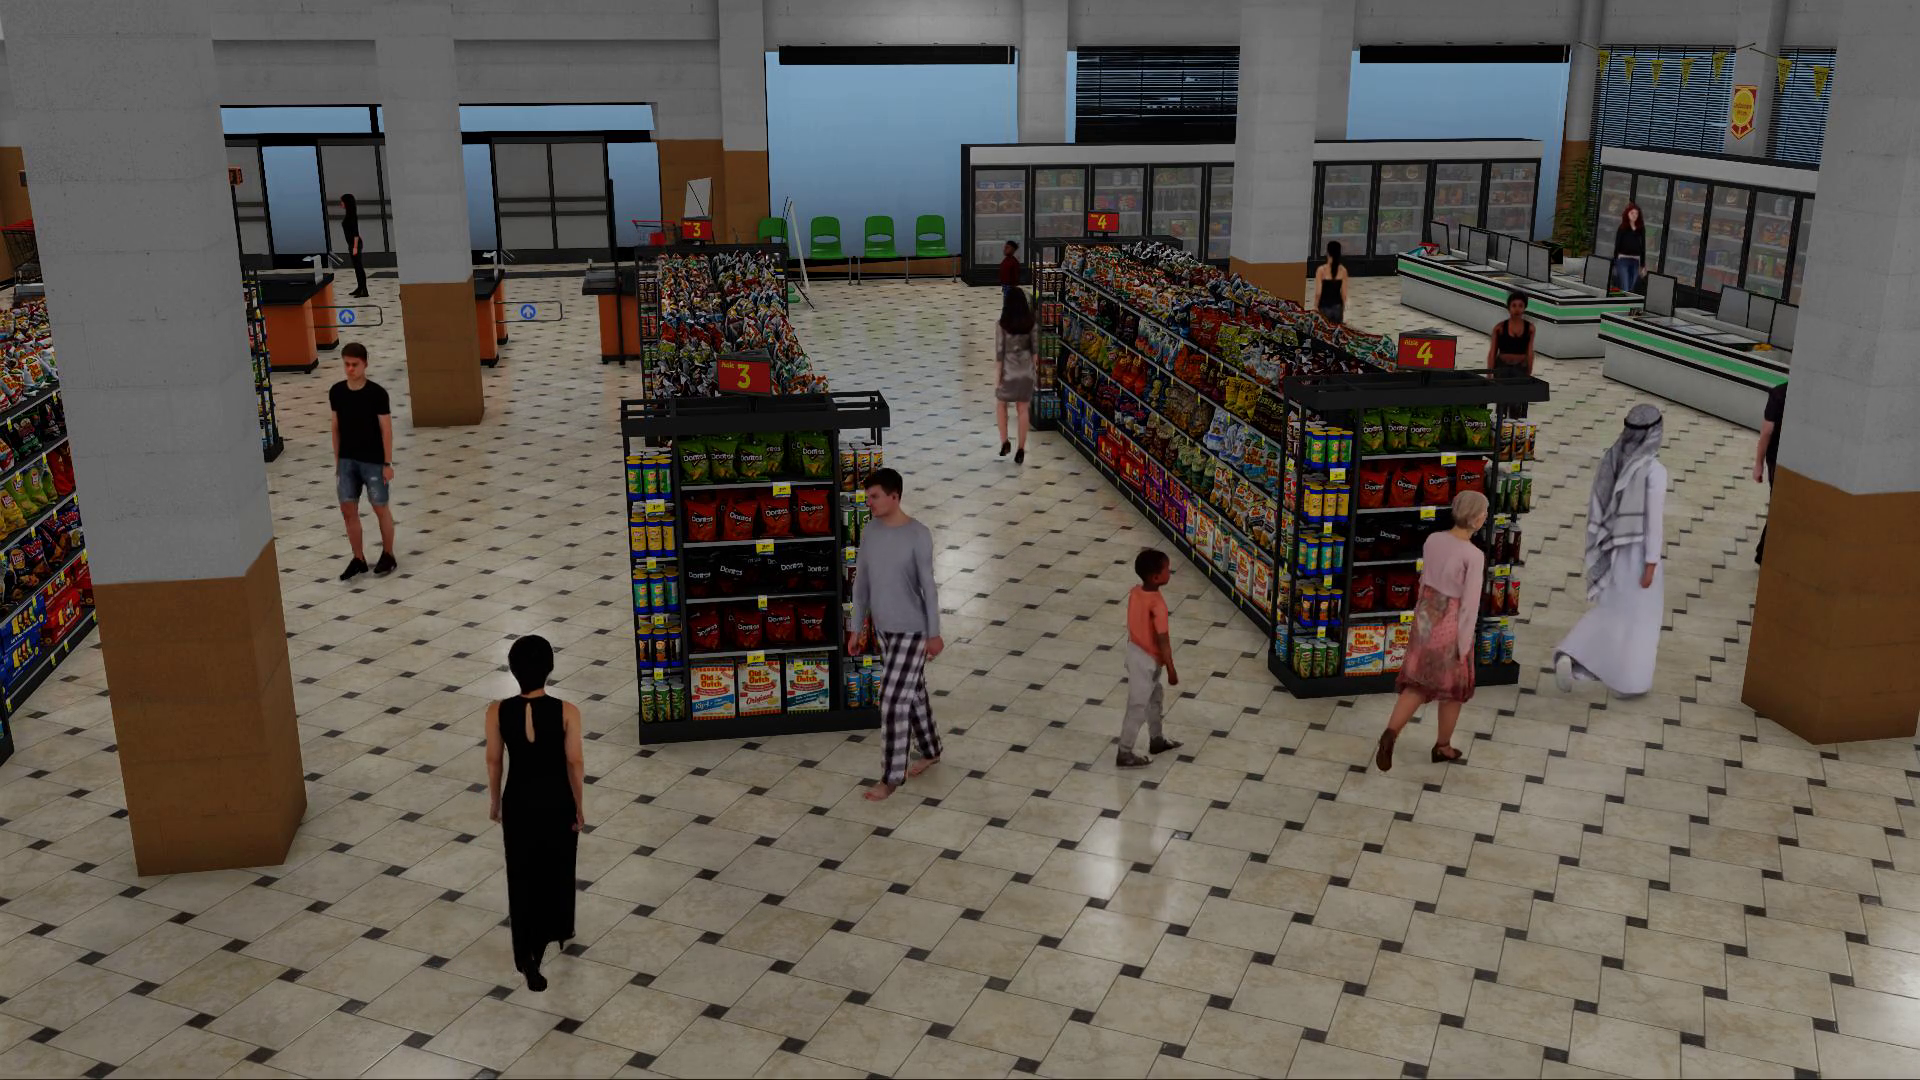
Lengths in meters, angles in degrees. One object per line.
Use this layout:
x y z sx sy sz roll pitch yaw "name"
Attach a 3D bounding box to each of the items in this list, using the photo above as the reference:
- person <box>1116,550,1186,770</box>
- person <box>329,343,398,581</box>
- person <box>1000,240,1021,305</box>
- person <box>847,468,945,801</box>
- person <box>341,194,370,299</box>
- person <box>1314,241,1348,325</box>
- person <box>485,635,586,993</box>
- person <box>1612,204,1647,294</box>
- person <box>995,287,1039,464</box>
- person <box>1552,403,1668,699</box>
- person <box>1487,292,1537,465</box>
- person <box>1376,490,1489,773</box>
0.995 0.691 9.494 0.607 1.296 0.647 -5 18 -16 "person"
-4.585 -0.633 12.933 0.811 1.831 0.906 2 17 6 "person"
0.728 -3.690 23.989 0.631 1.256 0.527 -11 20 -31 "person"
-0.274 0.477 9.303 1.029 1.816 1.047 13 21 37 "person"
-9.766 -4.757 26.842 0.696 1.641 0.557 -10 19 -29 "person"
4.448 -2.694 19.931 0.597 1.708 0.916 -3 17 -9 "person"
-1.855 1.220 7.268 0.601 1.577 0.968 -3 17 -8 "person"
9.522 -3.894 23.799 0.657 1.757 1.142 -1 17 -4 "person"
0.576 -1.577 16.215 0.585 1.730 0.619 -3 17 -10 "person"
4.064 0.114 10.349 0.960 1.902 1.049 -8 19 -25 "person"
5.419 -1.598 16.428 0.939 1.648 1.230 5 18 15 "person"
2.656 0.551 9.319 0.972 1.664 1.009 -15 22 -40 "person"
